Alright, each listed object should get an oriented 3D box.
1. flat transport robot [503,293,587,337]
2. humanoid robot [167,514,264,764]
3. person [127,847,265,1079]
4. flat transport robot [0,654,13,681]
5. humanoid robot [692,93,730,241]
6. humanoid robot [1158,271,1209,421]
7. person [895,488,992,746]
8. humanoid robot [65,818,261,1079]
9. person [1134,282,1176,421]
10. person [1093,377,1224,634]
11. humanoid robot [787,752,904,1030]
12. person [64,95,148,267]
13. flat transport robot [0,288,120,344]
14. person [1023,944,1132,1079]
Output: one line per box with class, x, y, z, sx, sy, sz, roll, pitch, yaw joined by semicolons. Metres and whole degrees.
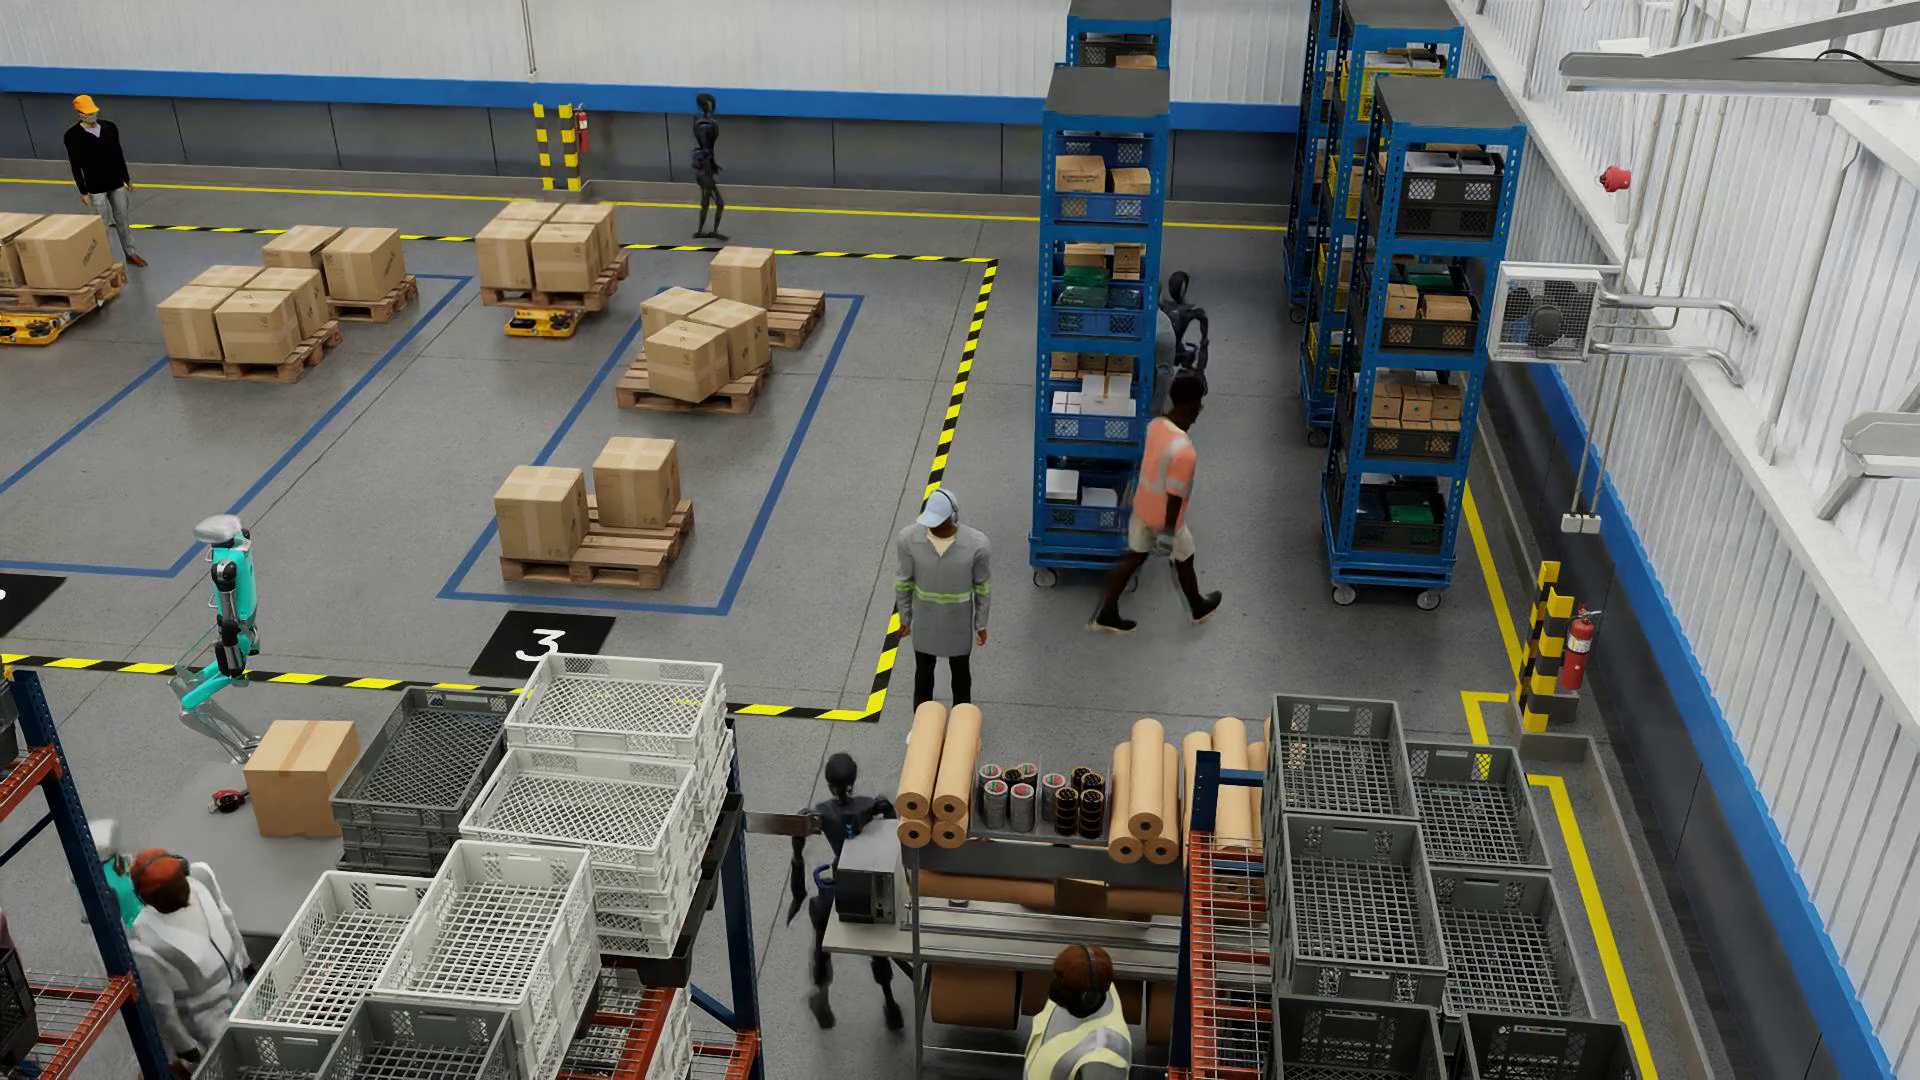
flat transport robot;-4.063;-2.427;16.814;0.652;0.197;1.431;3;30;6
humanoid robot;-4.519;0.625;10.008;0.735;1.676;0.533;-5;31;-9
person;-3.467;2.070;7.536;0.640;1.859;0.613;4;30;7
flat transport robot;-7.142;0.969;11.010;1.431;0.231;0.659;3;30;6
humanoid robot;-2.800;-4.111;18.342;0.421;1.644;0.584;-2;30;-4
humanoid robot;1.784;-1.440;13.771;0.602;1.640;0.573;11;32;17
person;-0.107;0.492;10.259;0.590;1.848;0.401;4;30;7
humanoid robot;-3.600;2.005;7.794;0.692;1.803;0.537;-14;33;-22
person;1.425;-1.158;13.004;0.369;1.939;0.631;-12;32;-20
person;1.421;-0.211;11.399;1.010;1.902;0.627;-12;32;-19
humanoid robot;-0.551;1.778;8.231;0.603;1.646;0.403;-7;31;-12
person;-8.991;-3.743;17.497;0.377;1.883;0.590;18;35;28
flat transport robot;-9.101;-2.336;16.658;0.652;0.197;1.431;2;30;3
person;0.474;2.400;6.984;0.429;1.846;0.627;-5;31;-8
